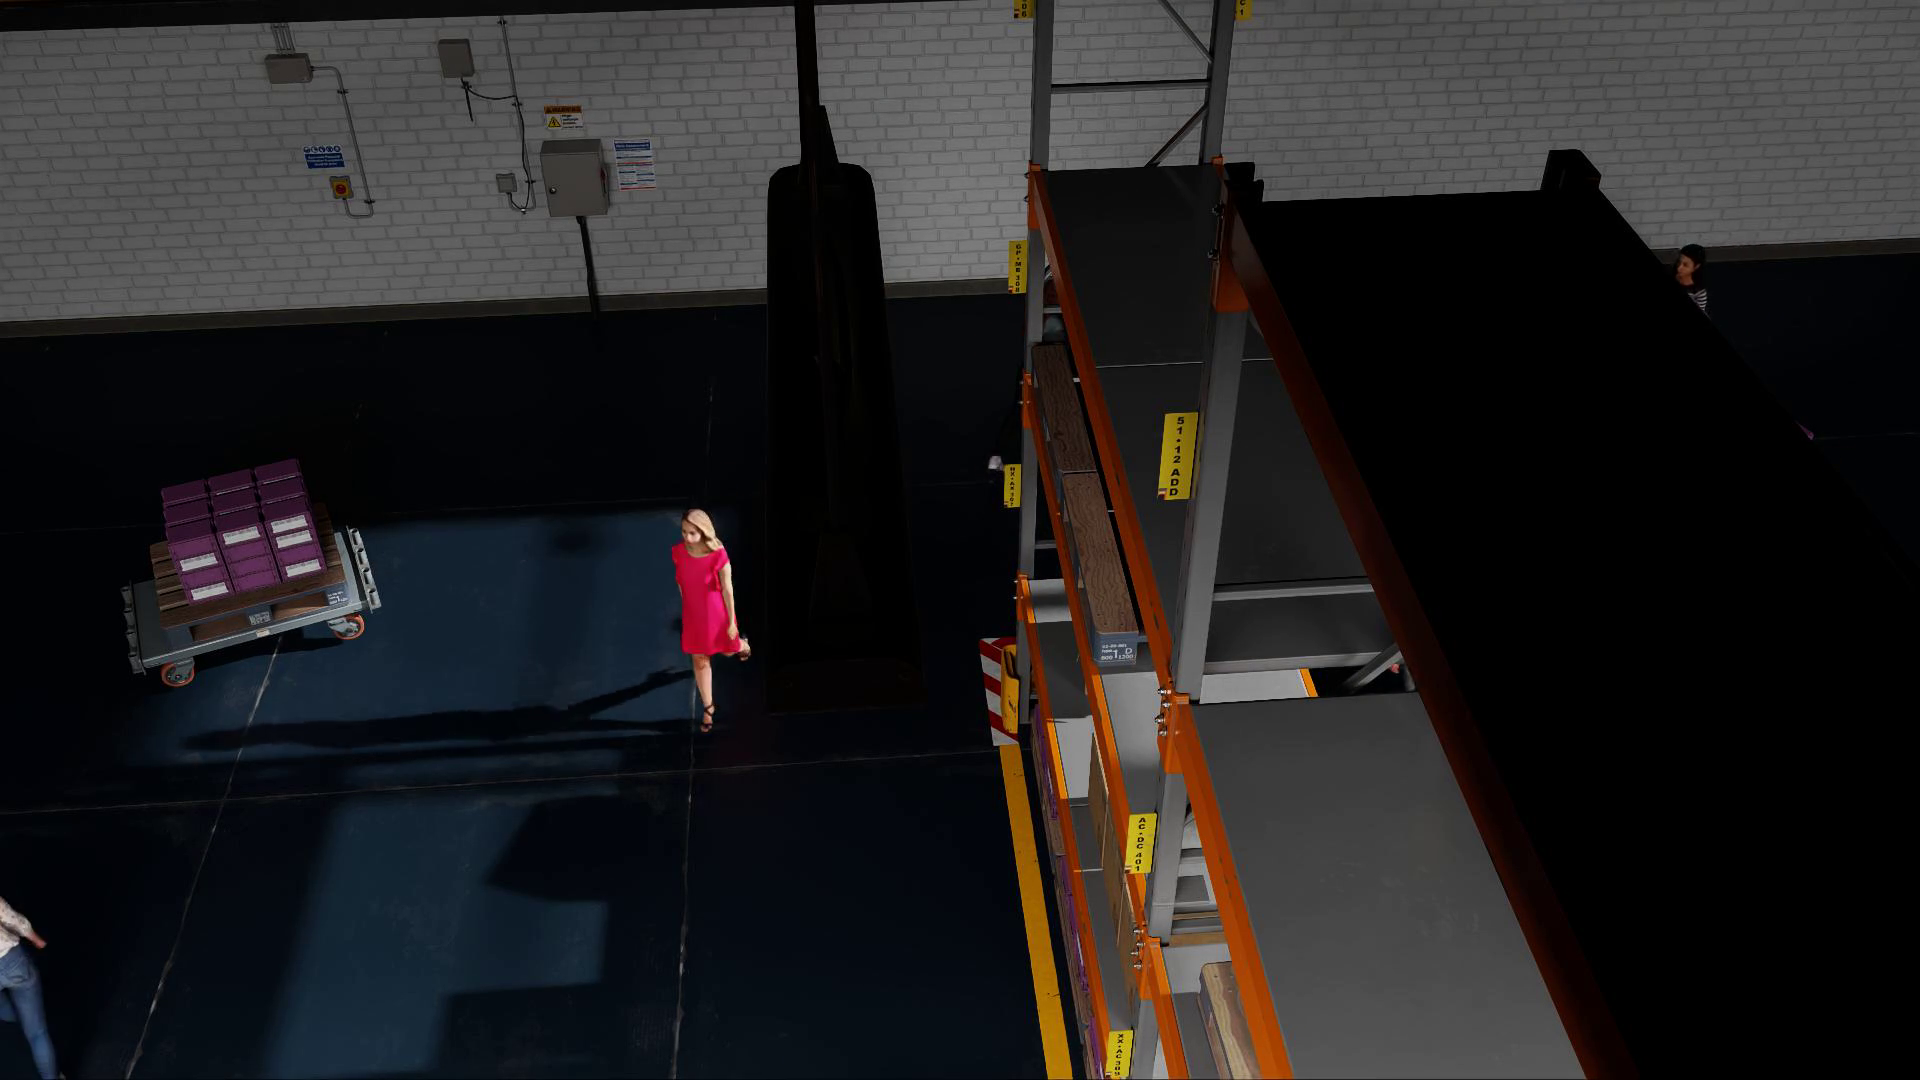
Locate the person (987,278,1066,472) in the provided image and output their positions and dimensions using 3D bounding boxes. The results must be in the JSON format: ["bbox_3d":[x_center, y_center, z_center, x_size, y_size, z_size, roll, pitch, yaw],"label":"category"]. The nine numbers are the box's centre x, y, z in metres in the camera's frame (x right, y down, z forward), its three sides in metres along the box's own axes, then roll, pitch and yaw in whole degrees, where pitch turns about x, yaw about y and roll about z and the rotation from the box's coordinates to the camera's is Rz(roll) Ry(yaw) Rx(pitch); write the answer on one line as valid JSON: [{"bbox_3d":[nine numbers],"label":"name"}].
[{"bbox_3d":[0.557,-1.254,13.065,1.087,1.692,1.220,-24,44,-27],"label":"person"}]

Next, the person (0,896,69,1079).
[{"bbox_3d":[-4.948,2.314,8.600,0.904,1.688,1.172,-19,42,-22],"label":"person"}]

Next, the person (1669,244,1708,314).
[{"bbox_3d":[5.733,-1.595,13.422,0.768,1.779,0.683,-22,44,-25],"label":"person"}]

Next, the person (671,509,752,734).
[{"bbox_3d":[-1.604,0.441,10.938,0.787,1.698,1.063,9,39,11],"label":"person"}]
